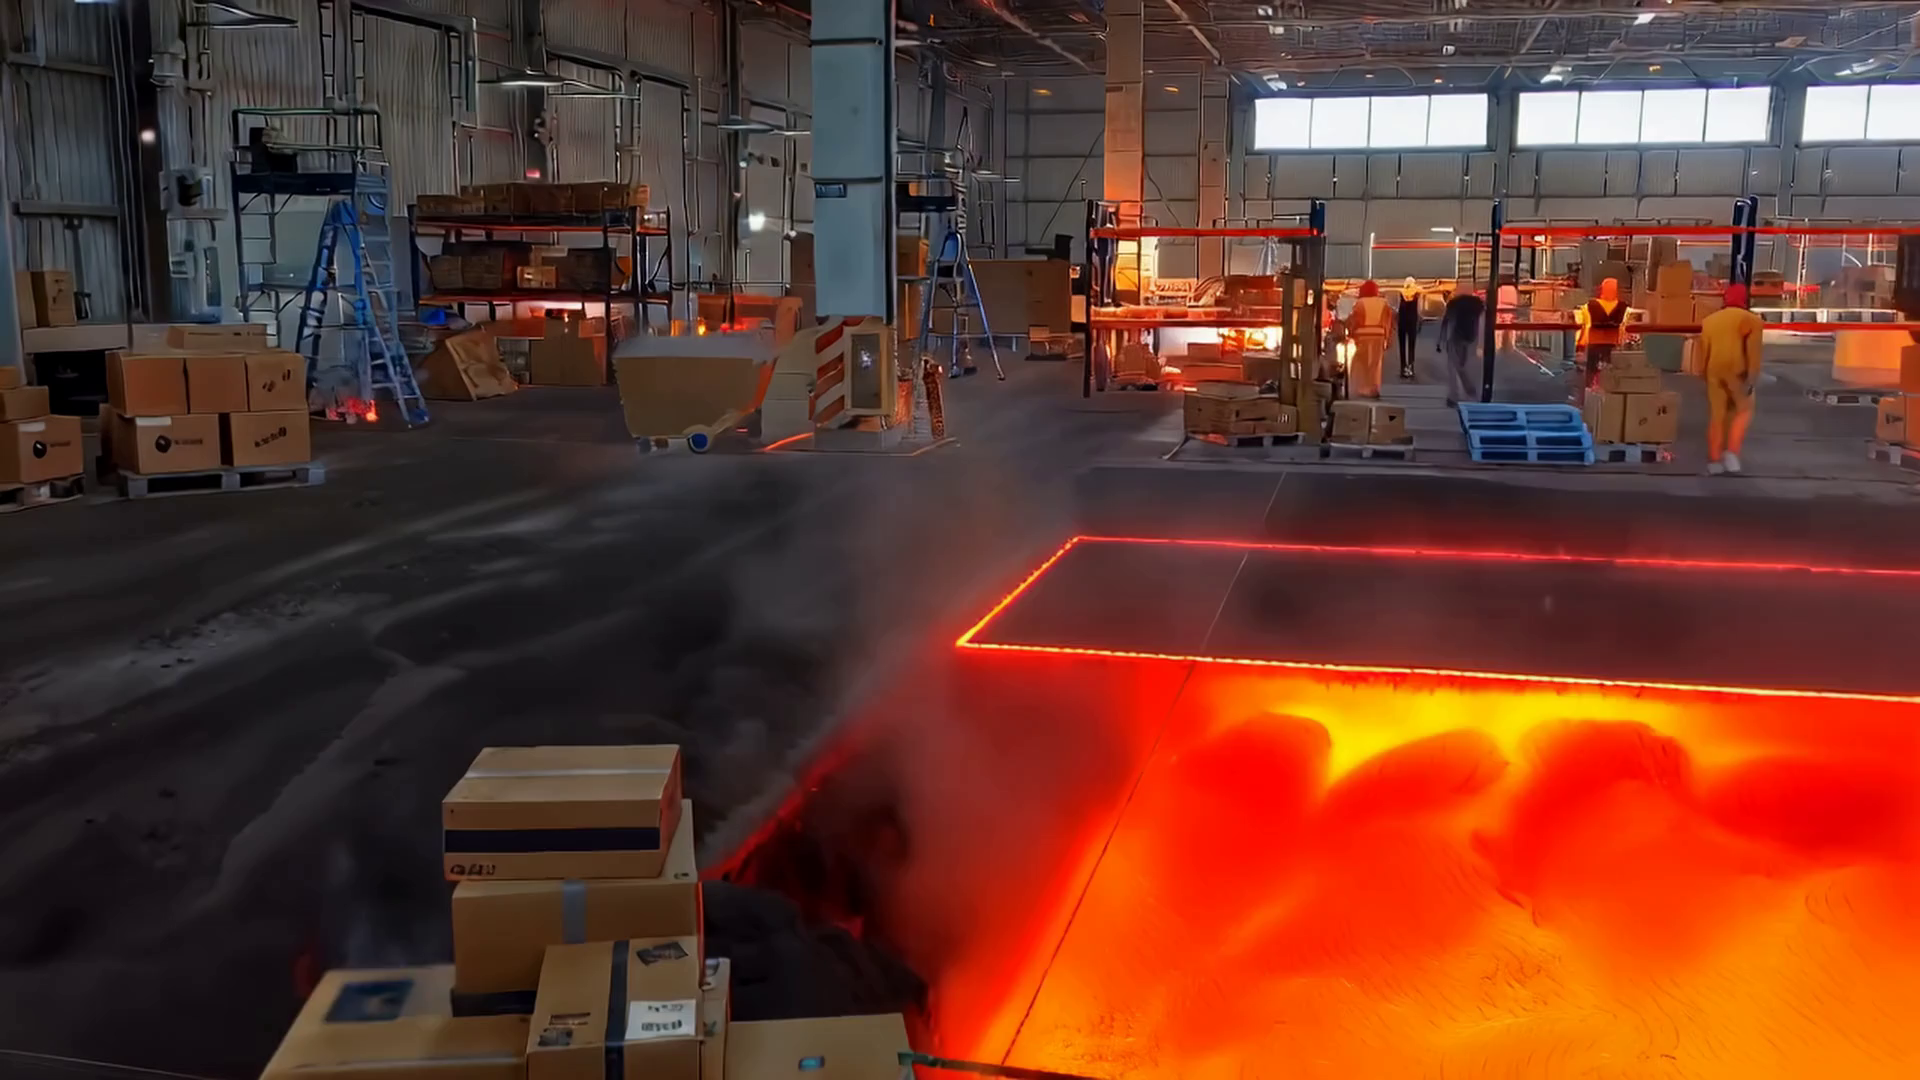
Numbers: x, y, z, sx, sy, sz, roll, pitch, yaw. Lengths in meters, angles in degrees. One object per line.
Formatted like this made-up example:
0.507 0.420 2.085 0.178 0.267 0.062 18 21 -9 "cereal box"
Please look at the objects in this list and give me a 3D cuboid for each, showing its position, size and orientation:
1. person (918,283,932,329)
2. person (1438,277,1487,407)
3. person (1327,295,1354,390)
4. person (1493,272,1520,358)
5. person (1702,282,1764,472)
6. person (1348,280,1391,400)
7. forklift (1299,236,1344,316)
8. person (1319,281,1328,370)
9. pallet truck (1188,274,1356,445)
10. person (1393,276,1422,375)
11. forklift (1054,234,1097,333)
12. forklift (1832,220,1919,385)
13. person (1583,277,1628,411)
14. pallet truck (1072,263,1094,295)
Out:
-0.996 -7.363 50.563 0.544 1.930 0.389 -4 10 -23 "person"
7.291 -2.830 23.966 0.638 1.907 0.950 -3 10 -17 "person"
4.871 -2.281 21.306 0.322 1.699 0.536 3 10 18 "person"
11.887 -4.869 36.111 0.609 1.846 0.882 -2 10 -13 "person"
7.806 -1.636 16.846 0.428 1.925 0.627 -8 13 -41 "person"
6.257 -3.063 25.549 0.633 1.828 0.540 -1 10 -9 "person"
10.809 -7.963 51.288 1.873 2.768 1.129 -4 10 -20 "forklift"
6.921 -4.125 32.059 0.485 1.736 0.321 -8 13 -41 "person"
3.653 -2.138 19.590 1.885 1.965 0.823 -4 10 -20 "pallet truck"
8.319 -3.980 30.947 0.505 1.831 0.411 3 10 17 "person"
2.933 -7.338 47.611 1.873 2.768 1.129 2 10 14 "forklift"
16.051 -4.044 28.214 1.873 2.768 1.129 2 10 14 "forklift"
9.030 -2.728 23.335 0.586 1.911 0.389 2 10 10 "person"
4.325 -8.180 55.162 0.823 1.965 1.885 6 11 31 "pallet truck"
